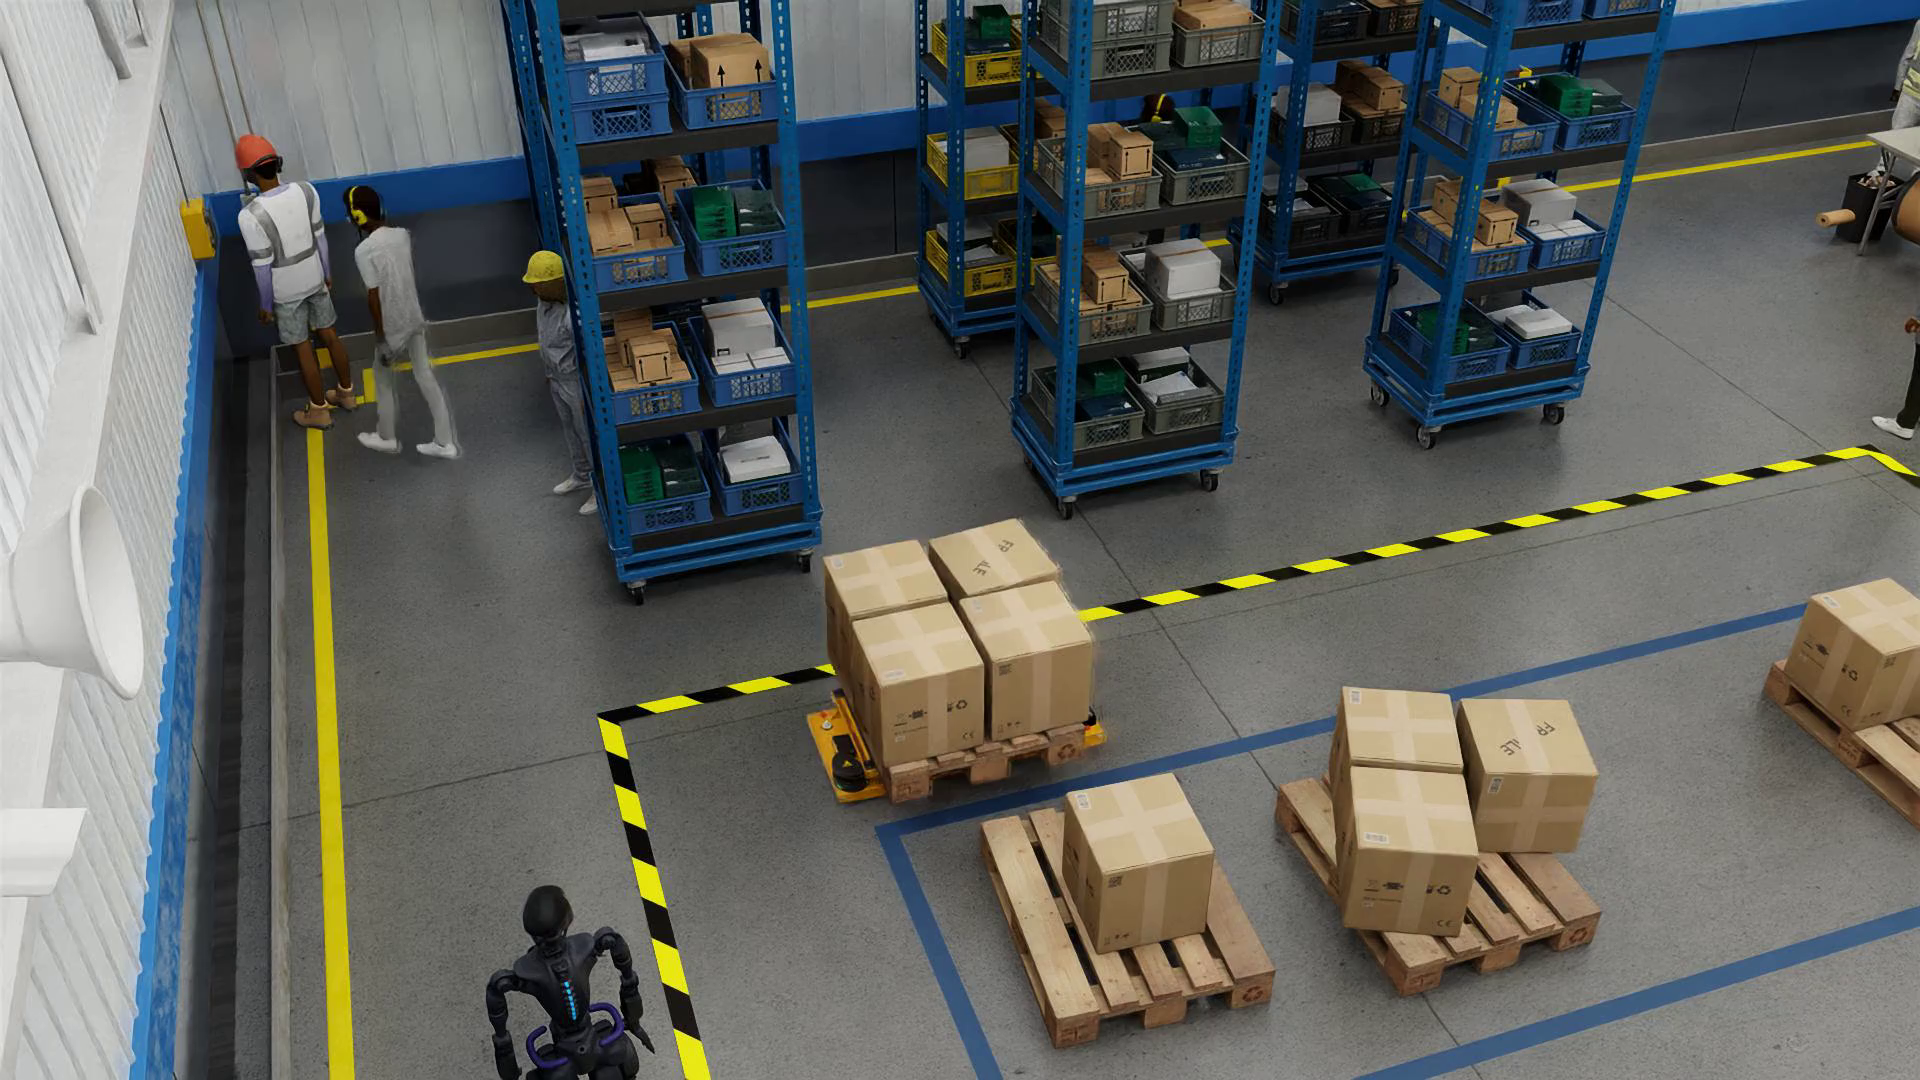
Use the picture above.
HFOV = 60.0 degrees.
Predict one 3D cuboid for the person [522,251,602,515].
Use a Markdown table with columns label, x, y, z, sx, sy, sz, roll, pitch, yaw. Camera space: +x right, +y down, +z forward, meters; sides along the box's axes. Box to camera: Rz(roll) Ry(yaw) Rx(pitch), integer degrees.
| label | x | y | z | sx | sy | sz | roll | pitch | yaw |
| --- | --- | --- | --- | --- | --- | --- | --- | --- | --- |
| person | -2.396 | -0.960 | 10.136 | 0.321 | 1.742 | 0.491 | -25 | 42 | -31 |

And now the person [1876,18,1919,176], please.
| label | x | y | z | sx | sy | sz | roll | pitch | yaw |
| --- | --- | --- | --- | --- | --- | --- | --- | --- | --- |
| person | 8.212 | -3.784 | 14.056 | 0.624 | 1.844 | 0.429 | 22 | 41 | 28 |

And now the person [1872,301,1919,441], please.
| label | x | y | z | sx | sy | sz | roll | pitch | yaw |
| --- | --- | --- | --- | --- | --- | --- | --- | --- | --- |
| person | 6.447 | -1.516 | 10.836 | 0.587 | 1.848 | 0.399 | -9 | 36 | -13 |

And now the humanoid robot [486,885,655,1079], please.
| label | x | y | z | sx | sy | sz | roll | pitch | yaw |
| --- | --- | --- | --- | --- | --- | --- | --- | --- | --- |
| humanoid robot | -1.420 | 1.903 | 6.124 | 0.599 | 1.655 | 0.315 | -18 | 39 | -24 |

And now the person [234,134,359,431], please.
| label | x | y | z | sx | sy | sz | roll | pitch | yaw |
| --- | --- | --- | --- | --- | --- | --- | --- | --- | --- |
| person | -4.374 | -1.672 | 10.898 | 0.389 | 2.033 | 0.605 | 17 | 39 | 23 |

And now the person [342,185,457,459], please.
| label | x | y | z | sx | sy | sz | roll | pitch | yaw |
| --- | --- | --- | --- | --- | --- | --- | --- | --- | --- |
| person | -3.677 | -1.383 | 10.661 | 0.809 | 1.825 | 0.559 | 15 | 38 | 21 |

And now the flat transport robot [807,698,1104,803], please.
| label | x | y | z | sx | sy | sz | roll | pitch | yaw |
| --- | --- | --- | --- | --- | --- | --- | --- | --- | --- |
| flat transport robot | -0.031 | 0.940 | 8.698 | 1.431 | 0.197 | 0.652 | -11 | 37 | -15 |

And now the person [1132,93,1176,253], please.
| label | x | y | z | sx | sy | sz | roll | pitch | yaw |
| --- | --- | --- | --- | --- | --- | --- | --- | --- | --- |
| person | 1.363 | -2.302 | 11.927 | 0.329 | 1.876 | 0.509 | 13 | 37 | 17 |
